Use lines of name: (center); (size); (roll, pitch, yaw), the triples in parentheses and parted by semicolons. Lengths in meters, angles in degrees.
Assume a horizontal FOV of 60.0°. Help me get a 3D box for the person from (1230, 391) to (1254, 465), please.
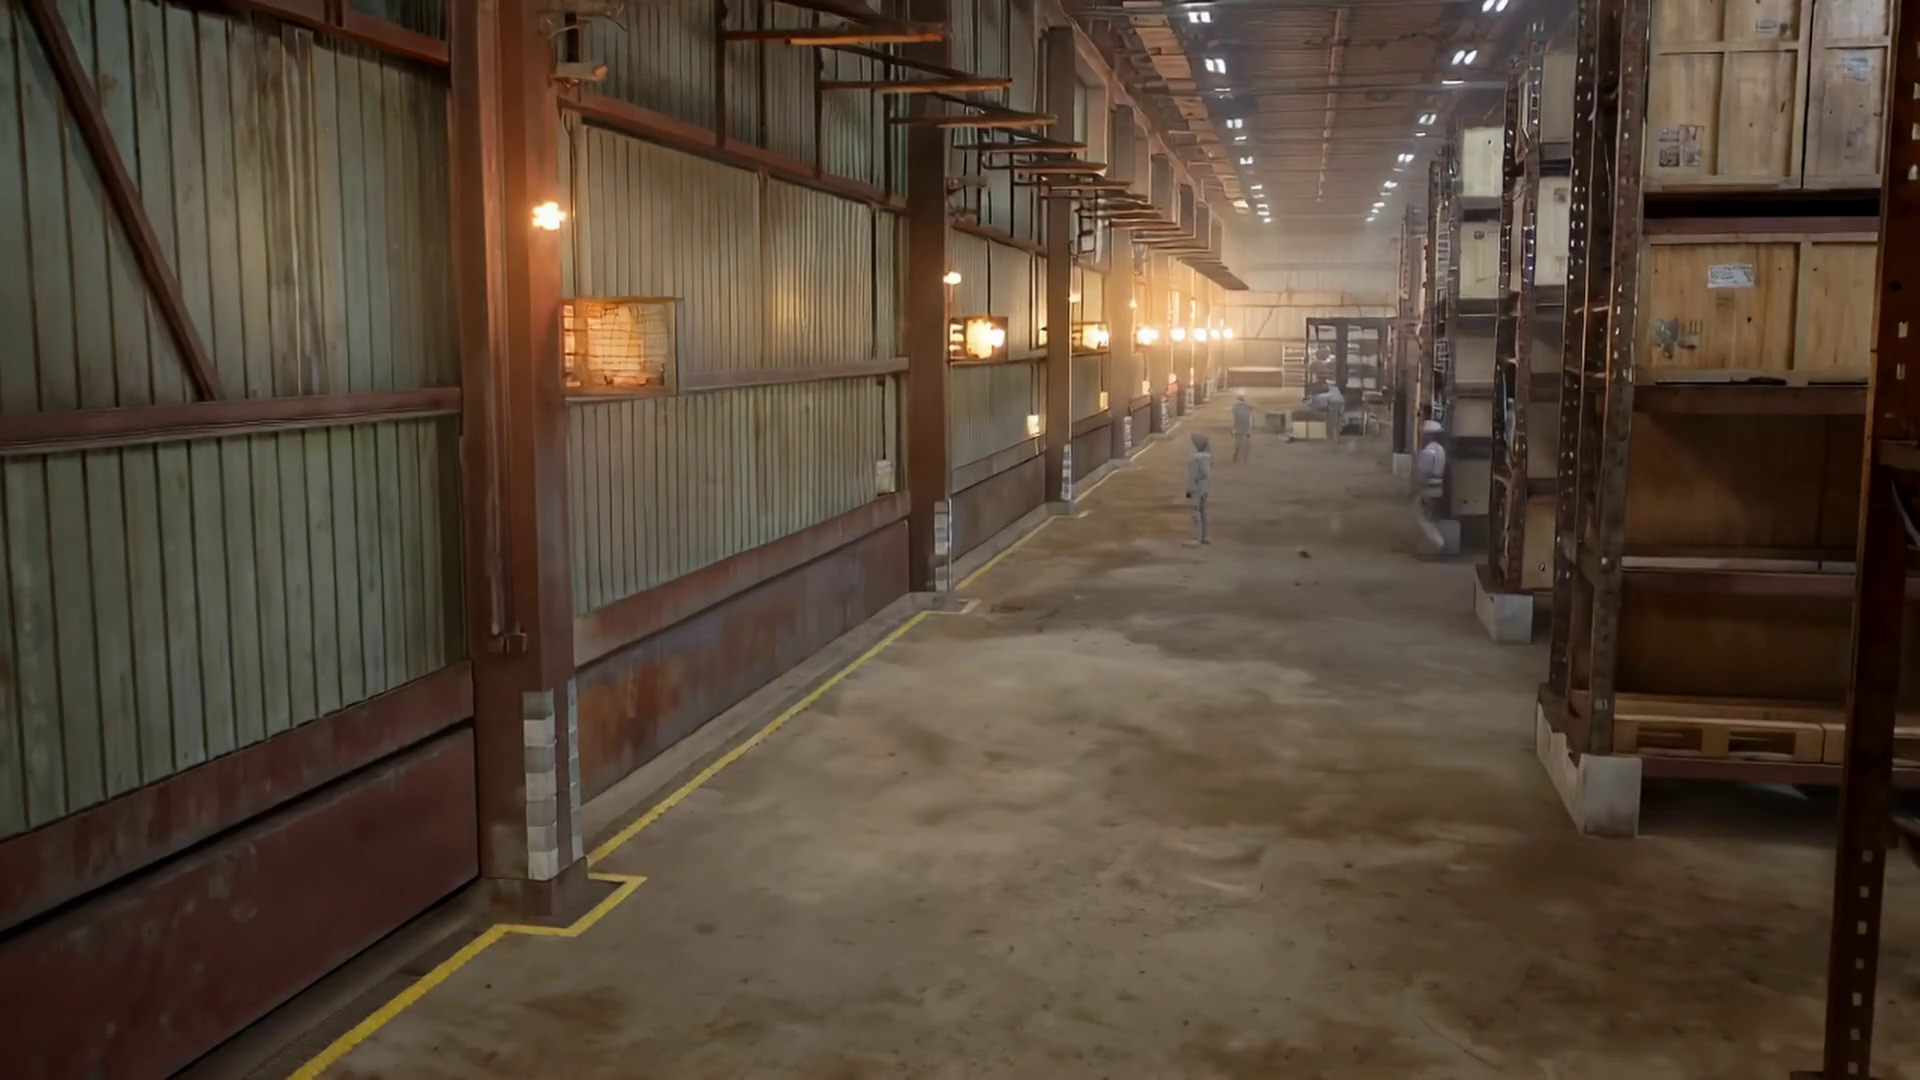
person: (6.557, -2.591, 38.658); (0.569, 1.737, 0.429); (5, 9, 37)

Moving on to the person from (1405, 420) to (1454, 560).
person: (6.358, -0.660, 22.474); (0.668, 1.919, 0.615); (6, 9, 38)

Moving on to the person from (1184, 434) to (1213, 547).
person: (3.453, -0.715, 24.044); (0.511, 1.640, 0.308); (-7, 10, -43)
